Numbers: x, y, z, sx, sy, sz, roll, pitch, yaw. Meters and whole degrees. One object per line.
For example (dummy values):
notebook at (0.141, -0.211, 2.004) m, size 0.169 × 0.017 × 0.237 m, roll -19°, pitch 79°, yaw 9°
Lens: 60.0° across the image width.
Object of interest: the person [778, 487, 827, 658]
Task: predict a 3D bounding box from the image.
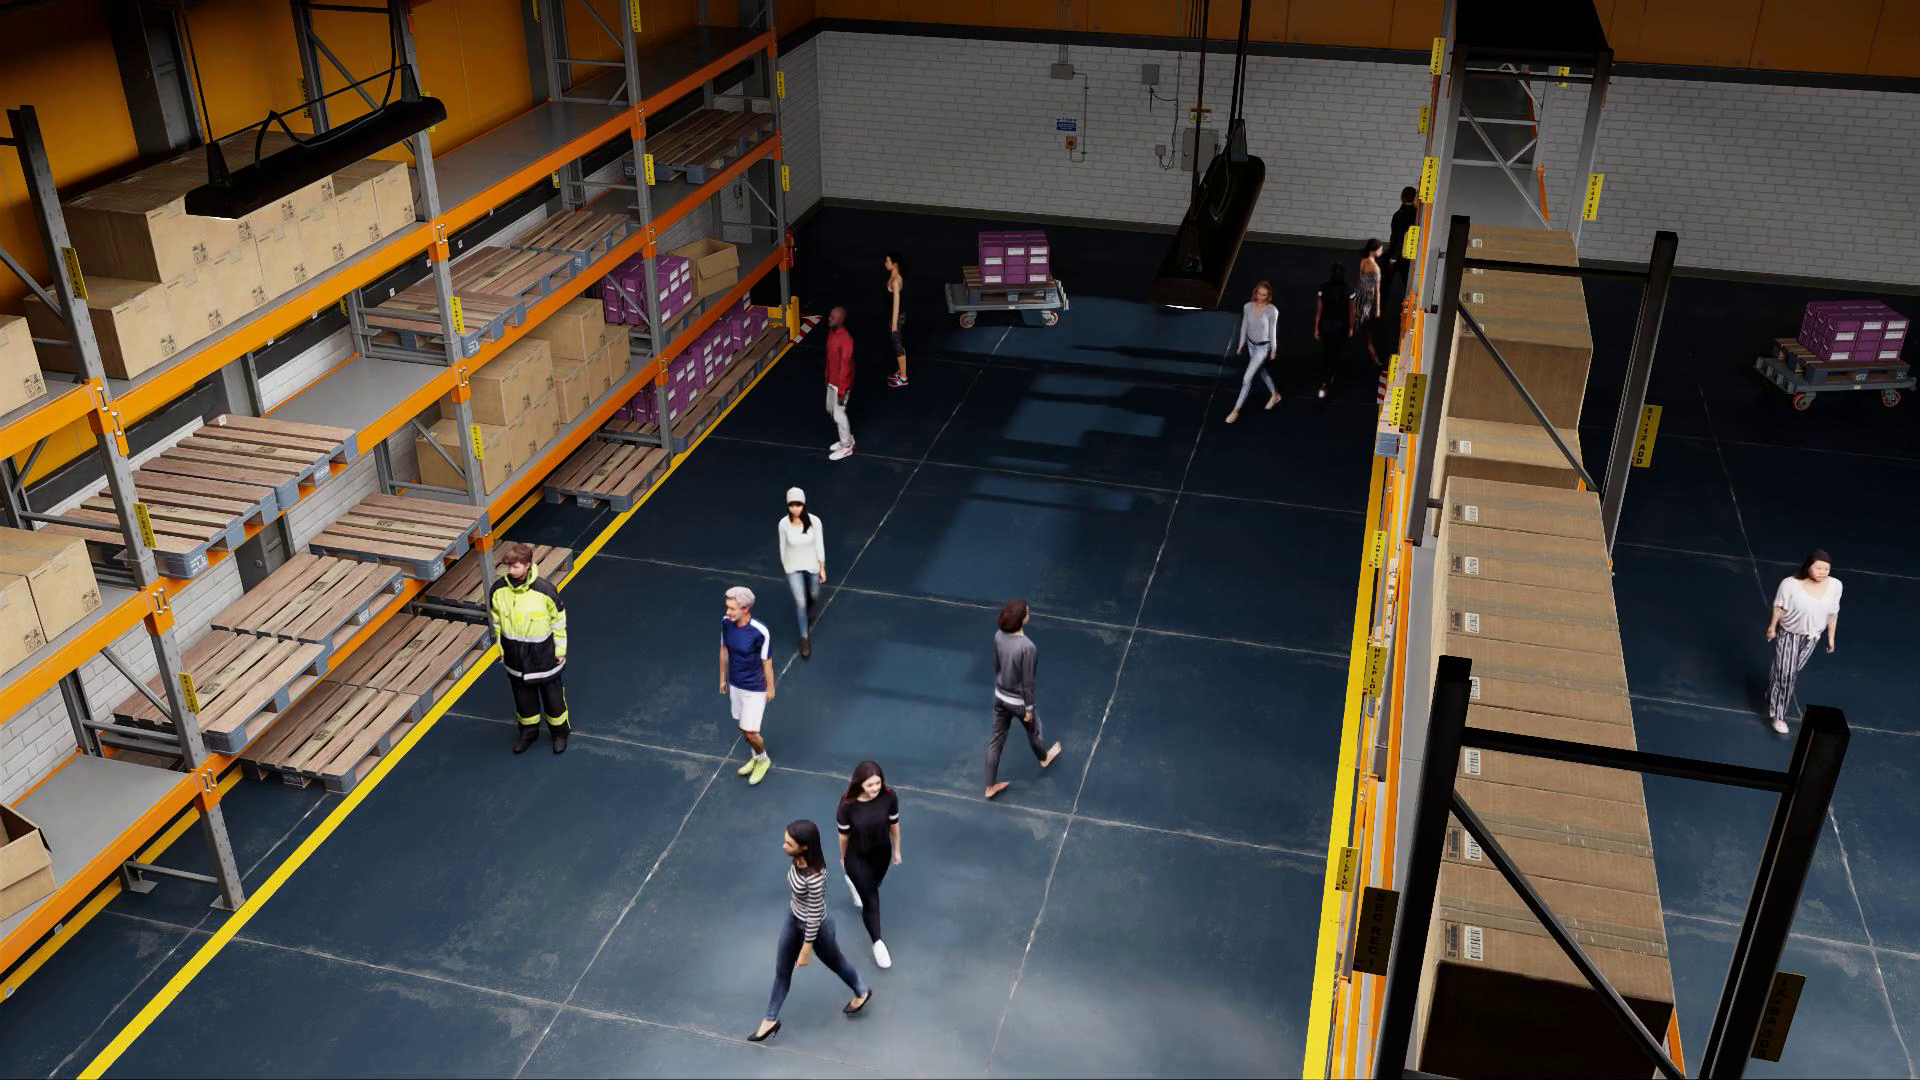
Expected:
person at (-1.452, 0.235, 15.447) m, size 0.828 × 1.620 × 1.074 m, roll -3°, pitch 29°, yaw -6°

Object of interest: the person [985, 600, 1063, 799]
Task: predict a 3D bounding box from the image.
person at (0.376, 1.314, 13.360) m, size 0.934 × 1.725 × 1.160 m, roll 22°, pitch 36°, yaw 35°

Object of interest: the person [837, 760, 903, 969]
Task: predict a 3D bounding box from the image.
person at (-0.669, 2.194, 11.865) m, size 1.016 × 1.611 × 1.138 m, roll -11°, pitch 31°, yaw -19°

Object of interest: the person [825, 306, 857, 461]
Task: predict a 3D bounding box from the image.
person at (-1.354, -1.843, 19.044) m, size 0.870 × 1.822 × 0.785 m, roll -12°, pitch 31°, yaw -21°

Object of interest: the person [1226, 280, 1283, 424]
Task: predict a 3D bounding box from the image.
person at (3.627, -2.293, 19.956) m, size 1.249 × 1.740 × 1.016 m, roll -24°, pitch 37°, yaw -37°

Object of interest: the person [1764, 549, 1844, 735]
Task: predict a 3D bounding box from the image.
person at (7.242, 0.778, 14.424) m, size 0.856 × 1.646 × 1.069 m, roll -1°, pitch 29°, yaw -2°

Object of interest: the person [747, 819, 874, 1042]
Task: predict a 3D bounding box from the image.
person at (-0.894, 2.585, 11.020) m, size 1.134 × 1.734 × 1.125 m, roll -13°, pitch 31°, yaw -22°

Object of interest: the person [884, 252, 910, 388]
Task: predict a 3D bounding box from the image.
person at (-0.782, -2.783, 20.873) m, size 0.685 × 1.723 × 0.565 m, roll -2°, pitch 29°, yaw -4°

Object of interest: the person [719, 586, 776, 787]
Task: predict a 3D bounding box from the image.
person at (-1.669, 1.138, 13.578) m, size 0.737 × 1.824 × 0.733 m, roll 20°, pitch 34°, yaw 32°

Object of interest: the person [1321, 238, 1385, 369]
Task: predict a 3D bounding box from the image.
person at (5.012, -2.927, 21.089) m, size 1.018 × 1.768 × 1.137 m, roll -6°, pitch 29°, yaw -11°

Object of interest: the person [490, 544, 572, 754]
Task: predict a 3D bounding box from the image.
person at (-3.566, 0.883, 13.887) m, size 0.811 × 1.977 × 0.708 m, roll 2°, pitch 29°, yaw 3°

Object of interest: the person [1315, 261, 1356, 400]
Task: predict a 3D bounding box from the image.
person at (4.592, -2.556, 20.490) m, size 0.722 × 1.690 × 1.212 m, roll 11°, pitch 30°, yaw 19°

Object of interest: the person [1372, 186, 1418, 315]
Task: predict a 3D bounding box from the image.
person at (6.080, -3.837, 22.660) m, size 1.221 × 1.862 × 1.364 m, roll -12°, pitch 31°, yaw -20°
